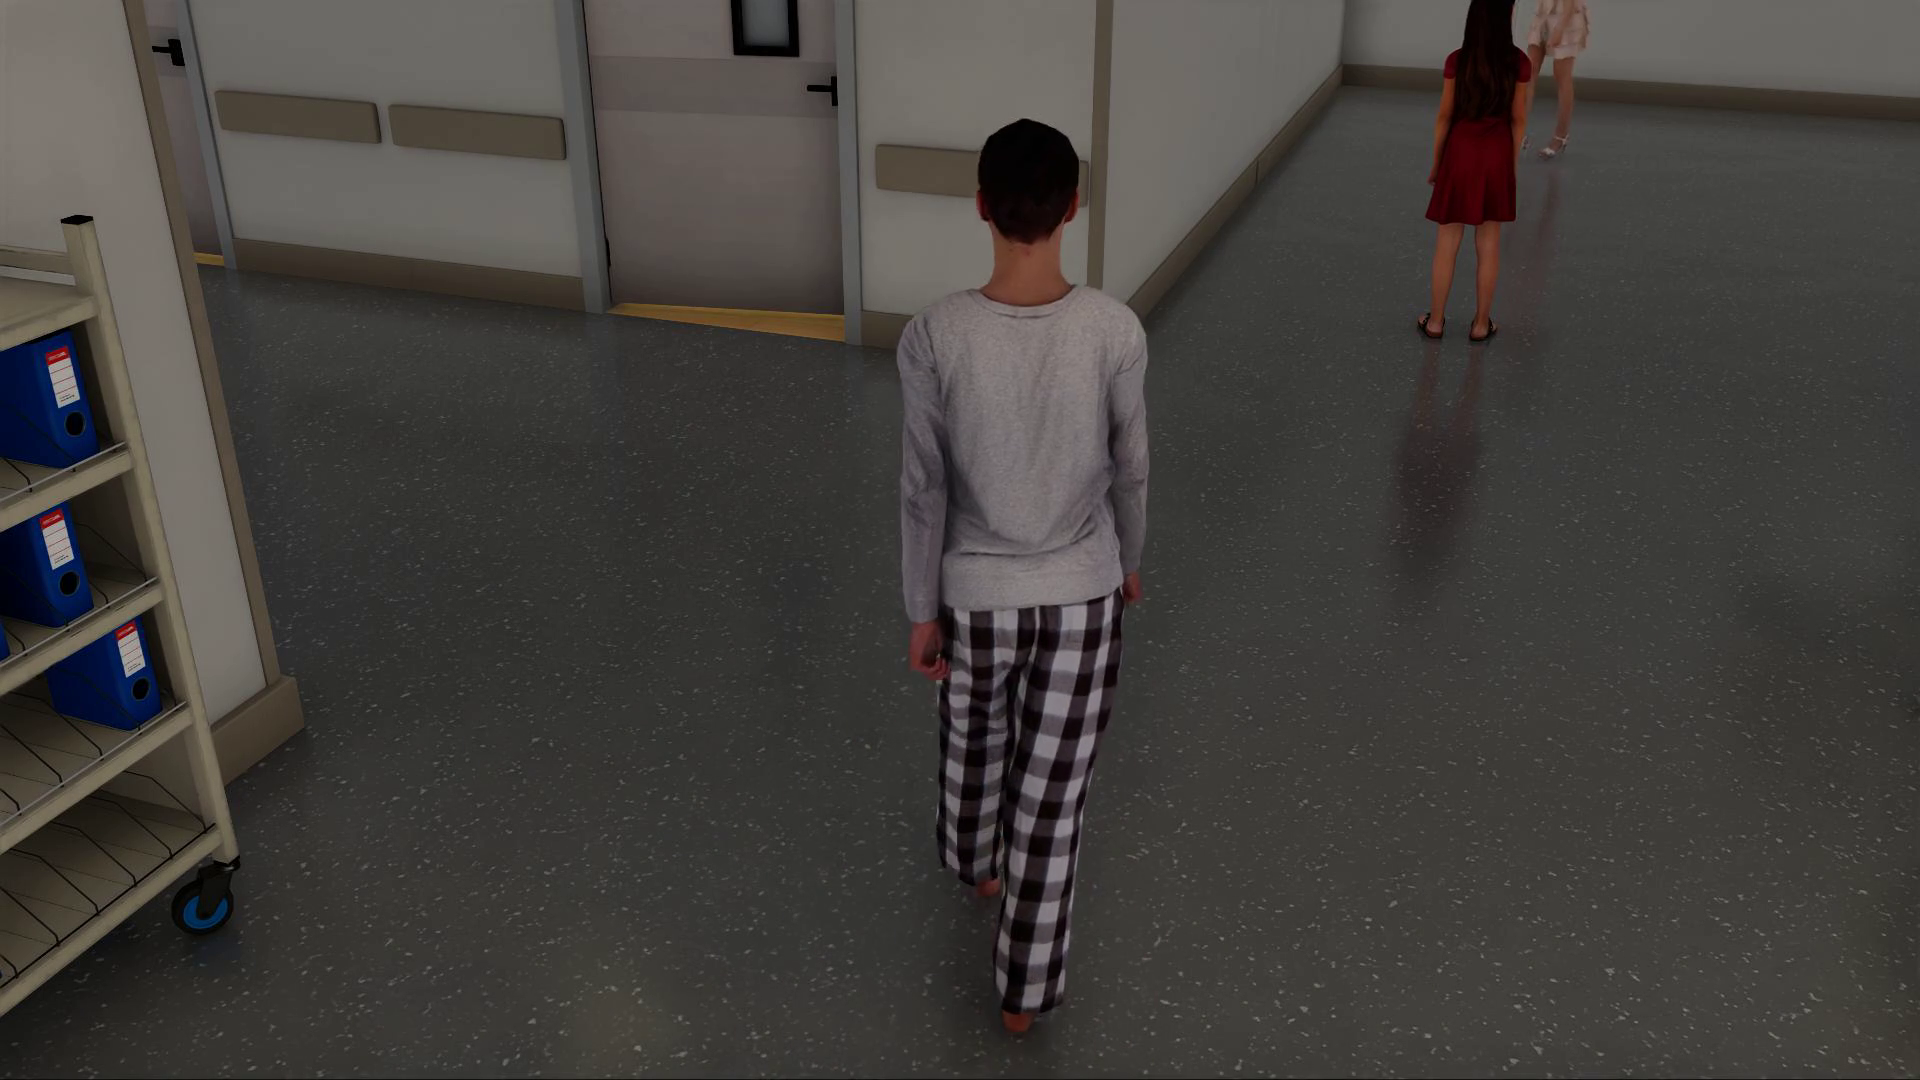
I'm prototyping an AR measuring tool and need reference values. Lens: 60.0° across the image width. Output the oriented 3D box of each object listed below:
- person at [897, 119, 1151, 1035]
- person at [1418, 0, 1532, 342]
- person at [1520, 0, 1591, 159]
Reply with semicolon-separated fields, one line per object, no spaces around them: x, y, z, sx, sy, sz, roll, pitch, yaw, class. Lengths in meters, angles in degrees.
0.132;0.156;3.201;0.778;1.826;1.002;3;26;6;person
2.249;-1.647;7.253;0.555;1.553;0.611;7;27;14;person
3.737;-3.182;10.269;0.882;1.700;0.828;-5;26;-9;person
